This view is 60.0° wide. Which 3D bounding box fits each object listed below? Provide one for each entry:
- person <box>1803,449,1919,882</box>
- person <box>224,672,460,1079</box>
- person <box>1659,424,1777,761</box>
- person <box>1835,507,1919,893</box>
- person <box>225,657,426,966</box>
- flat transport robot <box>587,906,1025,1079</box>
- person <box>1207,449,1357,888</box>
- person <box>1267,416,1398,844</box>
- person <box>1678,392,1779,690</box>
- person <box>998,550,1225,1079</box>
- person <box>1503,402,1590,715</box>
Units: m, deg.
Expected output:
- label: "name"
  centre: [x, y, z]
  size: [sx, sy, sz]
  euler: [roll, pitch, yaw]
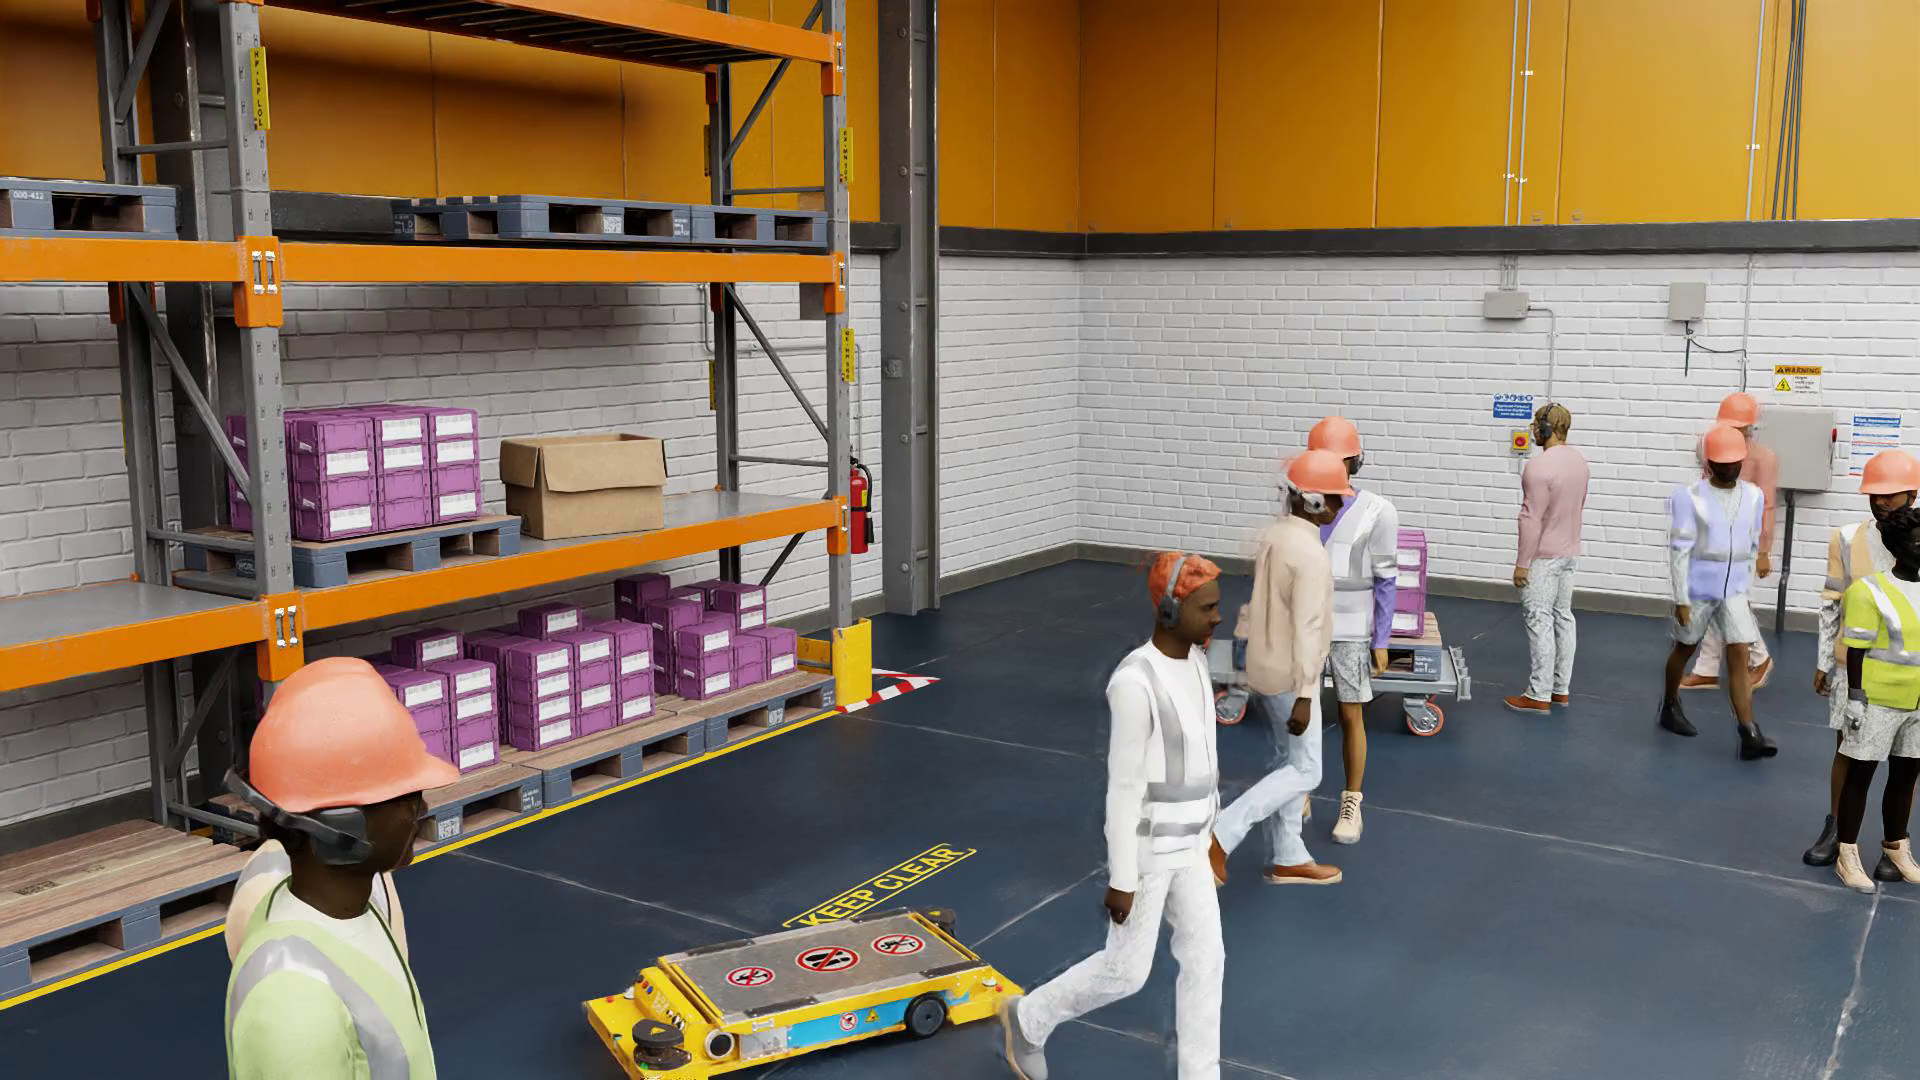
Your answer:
- label: "person"
  centre: [4.111, 0.556, 7.437]
  size: [0.373, 1.934, 0.551]
  euler: [-8, 12, -43]
- label: "person"
  centre: [-0.981, 1.224, 2.754]
  size: [0.373, 2.043, 0.615]
  euler: [-3, 9, -18]
- label: "person"
  centre: [4.306, 0.278, 9.459]
  size: [0.565, 1.869, 1.037]
  euler: [-1, 9, -4]
- label: "person"
  centre: [4.107, 0.696, 7.298]
  size: [0.535, 1.700, 0.318]
  euler: [-2, 9, -12]
- label: "person"
  centre: [-1.230, 1.183, 3.362]
  size: [0.373, 1.934, 0.551]
  euler: [-1, 9, -5]
- label: "flat transport robot"
  centre: [-0.545, 1.613, 5.964]
  size: [1.431, 0.197, 0.652]
  euler: [-5, 10, -28]
- label: "person"
  centre: [1.344, 0.583, 7.170]
  size: [0.679, 1.966, 0.652]
  euler: [-1, 9, -9]
- label: "person"
  centre: [1.757, 0.426, 7.946]
  size: [0.615, 2.041, 0.379]
  euler: [6, 10, 32]
- label: "person"
  centre: [4.972, 0.032, 10.717]
  size: [0.467, 1.976, 0.663]
  euler: [-2, 9, -10]
- label: "person"
  centre: [0.550, 0.941, 5.220]
  size: [0.854, 1.857, 0.581]
  euler: [5, 10, 31]
- label: "person"
  centre: [3.666, 0.114, 10.358]
  size: [0.630, 1.934, 0.368]
  euler: [-8, 12, -42]
